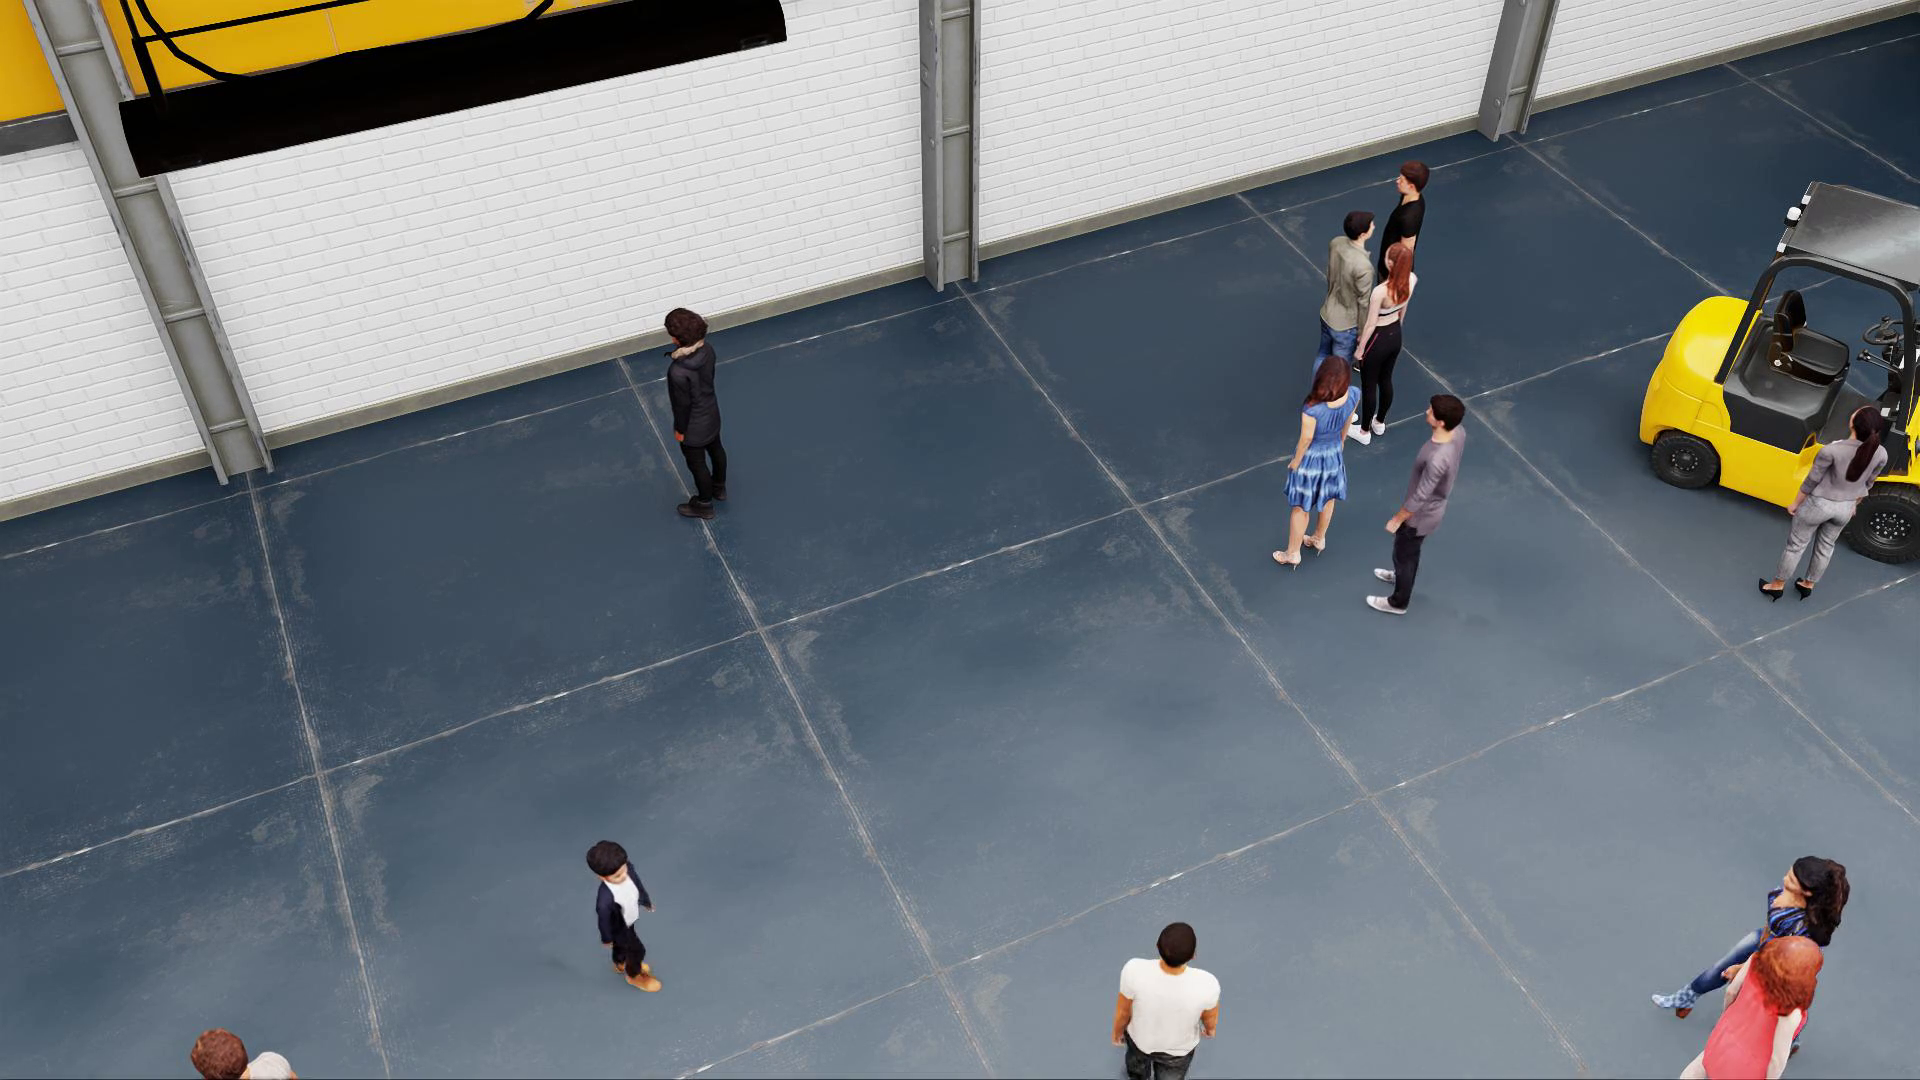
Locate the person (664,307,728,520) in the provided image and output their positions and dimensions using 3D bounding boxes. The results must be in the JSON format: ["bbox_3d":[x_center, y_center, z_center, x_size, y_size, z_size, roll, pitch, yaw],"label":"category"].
[{"bbox_3d":[-1.879,-0.901,11.883,0.797,1.780,0.728,17,46,17],"label":"person"}]

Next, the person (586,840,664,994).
[{"bbox_3d":[-1.934,2.053,9.192,0.675,1.214,0.619,8,44,8],"label":"person"}]

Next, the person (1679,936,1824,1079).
[{"bbox_3d":[3.878,2.522,8.255,0.591,1.828,0.638,-7,44,-7],"label":"person"}]

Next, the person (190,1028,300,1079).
[{"bbox_3d":[-3.239,2.871,7.838,0.808,1.897,0.709,20,47,20],"label":"person"}]

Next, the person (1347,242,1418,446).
[{"bbox_3d":[3.180,-1.482,12.521,0.491,1.741,0.668,-24,49,-24],"label":"person"}]

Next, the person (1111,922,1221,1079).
[{"bbox_3d":[0.983,2.540,8.269,0.980,1.783,1.019,10,45,10],"label":"person"}]

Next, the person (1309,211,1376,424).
[{"bbox_3d":[2.901,-1.692,12.651,0.595,1.865,0.709,-15,46,-15],"label":"person"}]

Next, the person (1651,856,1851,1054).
[{"bbox_3d":[4.363,2.227,8.746,1.099,1.578,1.017,12,45,12],"label":"person"}]

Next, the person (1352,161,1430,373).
[{"bbox_3d":[3.448,-2.160,13.145,0.785,1.861,0.772,7,44,7],"label":"person"}]

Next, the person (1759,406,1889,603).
[{"bbox_3d":[5.855,-0.219,11.241,0.669,1.678,0.774,1,44,1],"label":"person"}]

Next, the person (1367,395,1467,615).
[{"bbox_3d":[3.133,-0.211,11.109,0.877,1.848,0.790,20,47,20],"label":"person"}]

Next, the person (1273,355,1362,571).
[{"bbox_3d":[2.466,-0.534,11.479,0.548,1.806,0.756,-24,49,-23],"label":"person"}]
